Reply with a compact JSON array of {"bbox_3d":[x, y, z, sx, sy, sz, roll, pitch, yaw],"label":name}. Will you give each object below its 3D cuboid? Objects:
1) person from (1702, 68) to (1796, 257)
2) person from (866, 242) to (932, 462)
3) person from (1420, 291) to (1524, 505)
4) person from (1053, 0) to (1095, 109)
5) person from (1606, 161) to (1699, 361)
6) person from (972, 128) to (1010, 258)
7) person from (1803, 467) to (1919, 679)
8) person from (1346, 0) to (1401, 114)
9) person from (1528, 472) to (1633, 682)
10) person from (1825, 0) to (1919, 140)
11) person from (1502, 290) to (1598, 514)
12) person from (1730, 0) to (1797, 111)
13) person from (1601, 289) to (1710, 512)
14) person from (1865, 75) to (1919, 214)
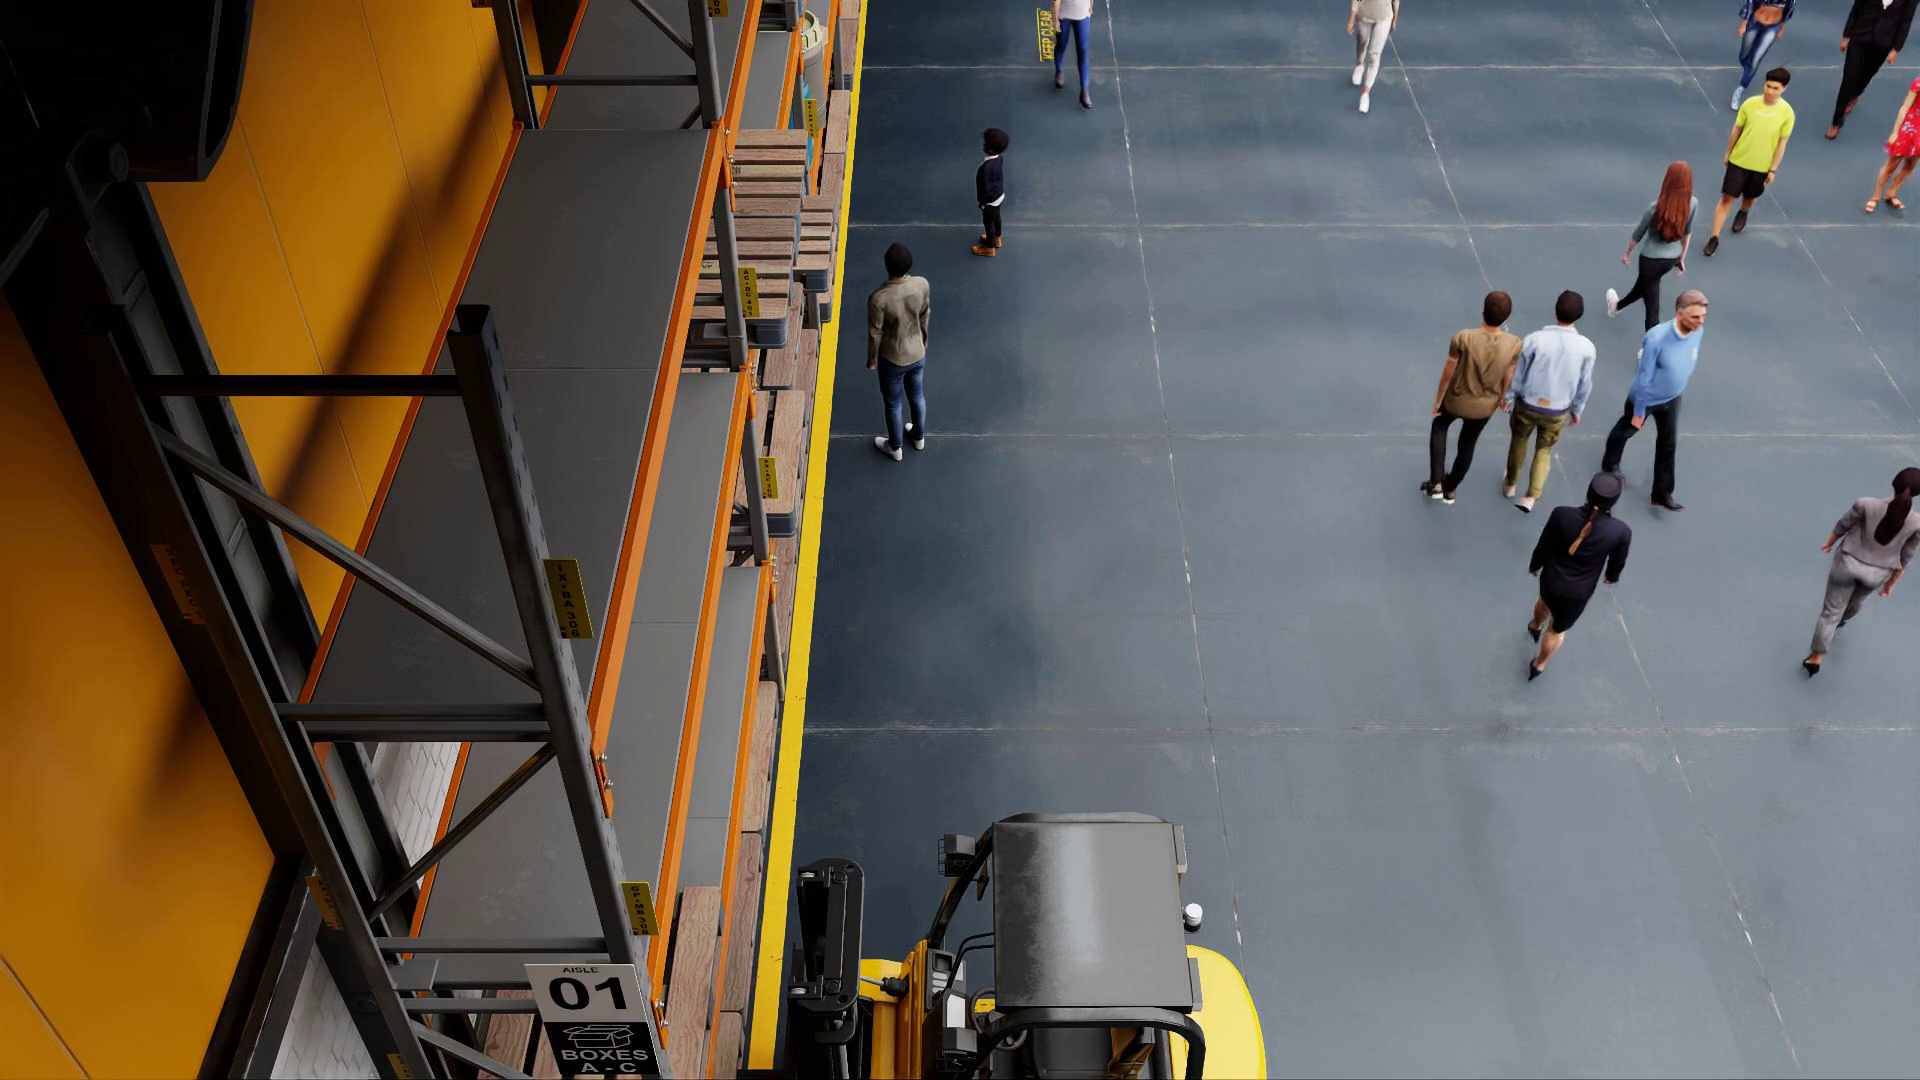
[{"bbox_3d":[6.956,-3.358,14.553,0.945,1.674,1.174,20,47,19],"label":"person"},{"bbox_3d":[-0.435,-1.380,12.338,0.793,1.865,0.806,-26,49,-24],"label":"person"},{"bbox_3d":[3.658,-0.943,11.895,0.720,1.843,0.726,6,44,6],"label":"person"},{"bbox_3d":[1.077,-5.193,16.496,0.709,1.650,1.034,-7,44,-8],"label":"person"},{"bbox_3d":[5.581,-2.135,13.261,0.727,1.686,1.207,-5,44,-6],"label":"person"},{"bbox_3d":[0.277,-3.058,14.563,0.645,1.225,0.561,18,46,18],"label":"person"},{"bbox_3d":[5.814,0.261,10.779,0.920,1.639,1.111,19,47,18],"label":"person"},{"bbox_3d":[4.099,-5.204,16.493,0.802,1.672,1.161,10,44,10],"label":"person"},{"bbox_3d":[3.908,0.305,10.726,0.899,1.649,0.983,18,47,18],"label":"person"},{"bbox_3d":[8.776,-4.826,15.963,1.079,1.854,1.261,21,47,20],"label":"person"},{"bbox_3d":[4.164,-0.914,11.906,0.857,1.787,1.013,9,44,10],"label":"person"},{"bbox_3d":[7.926,-5.091,16.425,0.828,1.600,1.038,14,45,14],"label":"person"},{"bbox_3d":[5.013,-1.117,12.120,0.862,1.785,1.093,-12,45,-12],"label":"person"},{"bbox_3d":[8.576,-3.685,14.959,0.617,1.587,0.600,1,44,1],"label":"person"}]
